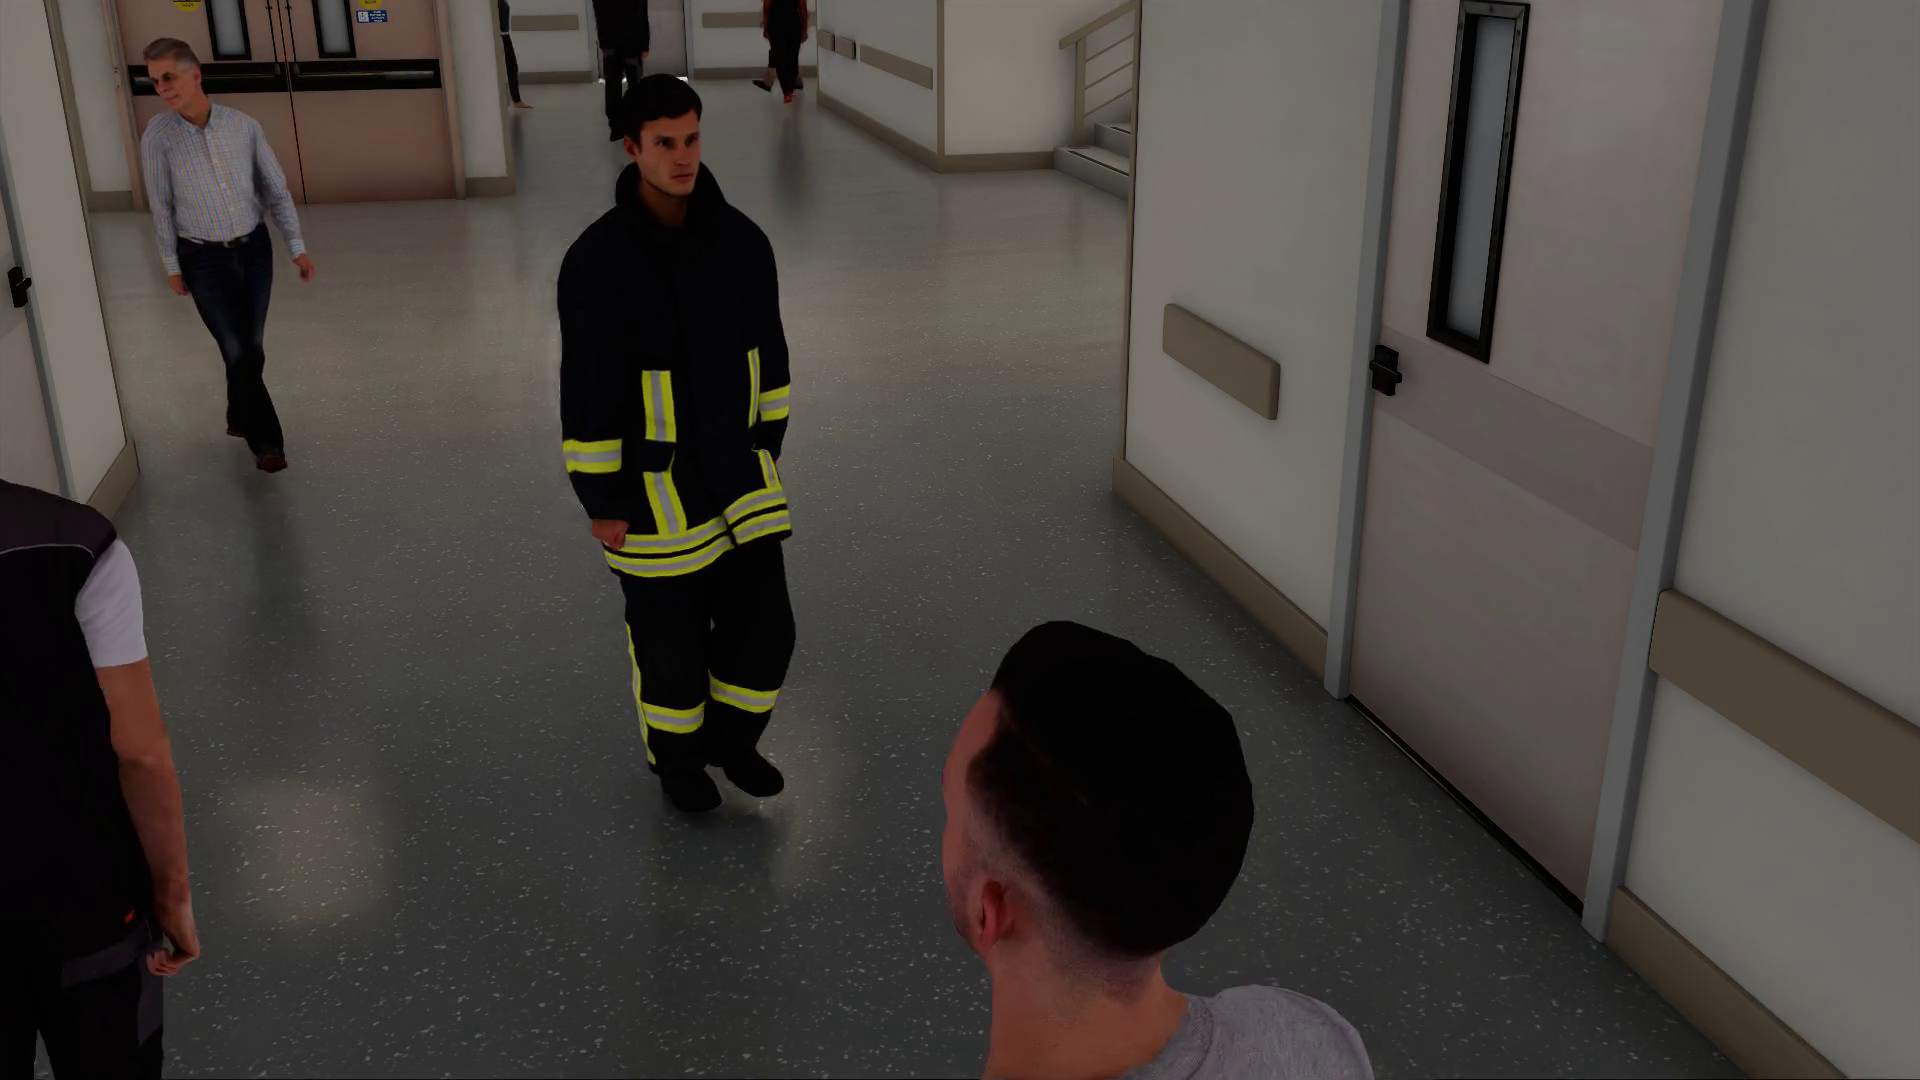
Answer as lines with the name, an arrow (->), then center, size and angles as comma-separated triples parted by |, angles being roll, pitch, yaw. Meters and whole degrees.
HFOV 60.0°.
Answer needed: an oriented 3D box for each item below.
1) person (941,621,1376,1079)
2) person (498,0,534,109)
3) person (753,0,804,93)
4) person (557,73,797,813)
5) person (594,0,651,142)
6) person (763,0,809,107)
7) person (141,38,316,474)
person -> 0.150, 0.956, 1.293 | 0.981, 1.814, 0.900 | -11, 23, -27
person -> -5.588, -6.014, 19.844 | 1.069, 1.708, 0.914 | 4, 21, 10
person -> -2.250, -6.768, 21.701 | 1.184, 1.802, 0.954 | -15, 25, -34
person -> -0.739, -0.214, 4.242 | 0.785, 1.913, 0.953 | -14, 25, -33
person -> -3.460, -5.118, 17.218 | 1.254, 1.893, 0.976 | 0, 21, -1
person -> -2.084, -6.044, 19.857 | 1.174, 1.756, 0.762 | -4, 21, -11
person -> -3.114, -1.185, 7.031 | 1.186, 1.753, 1.047 | -17, 26, -37
